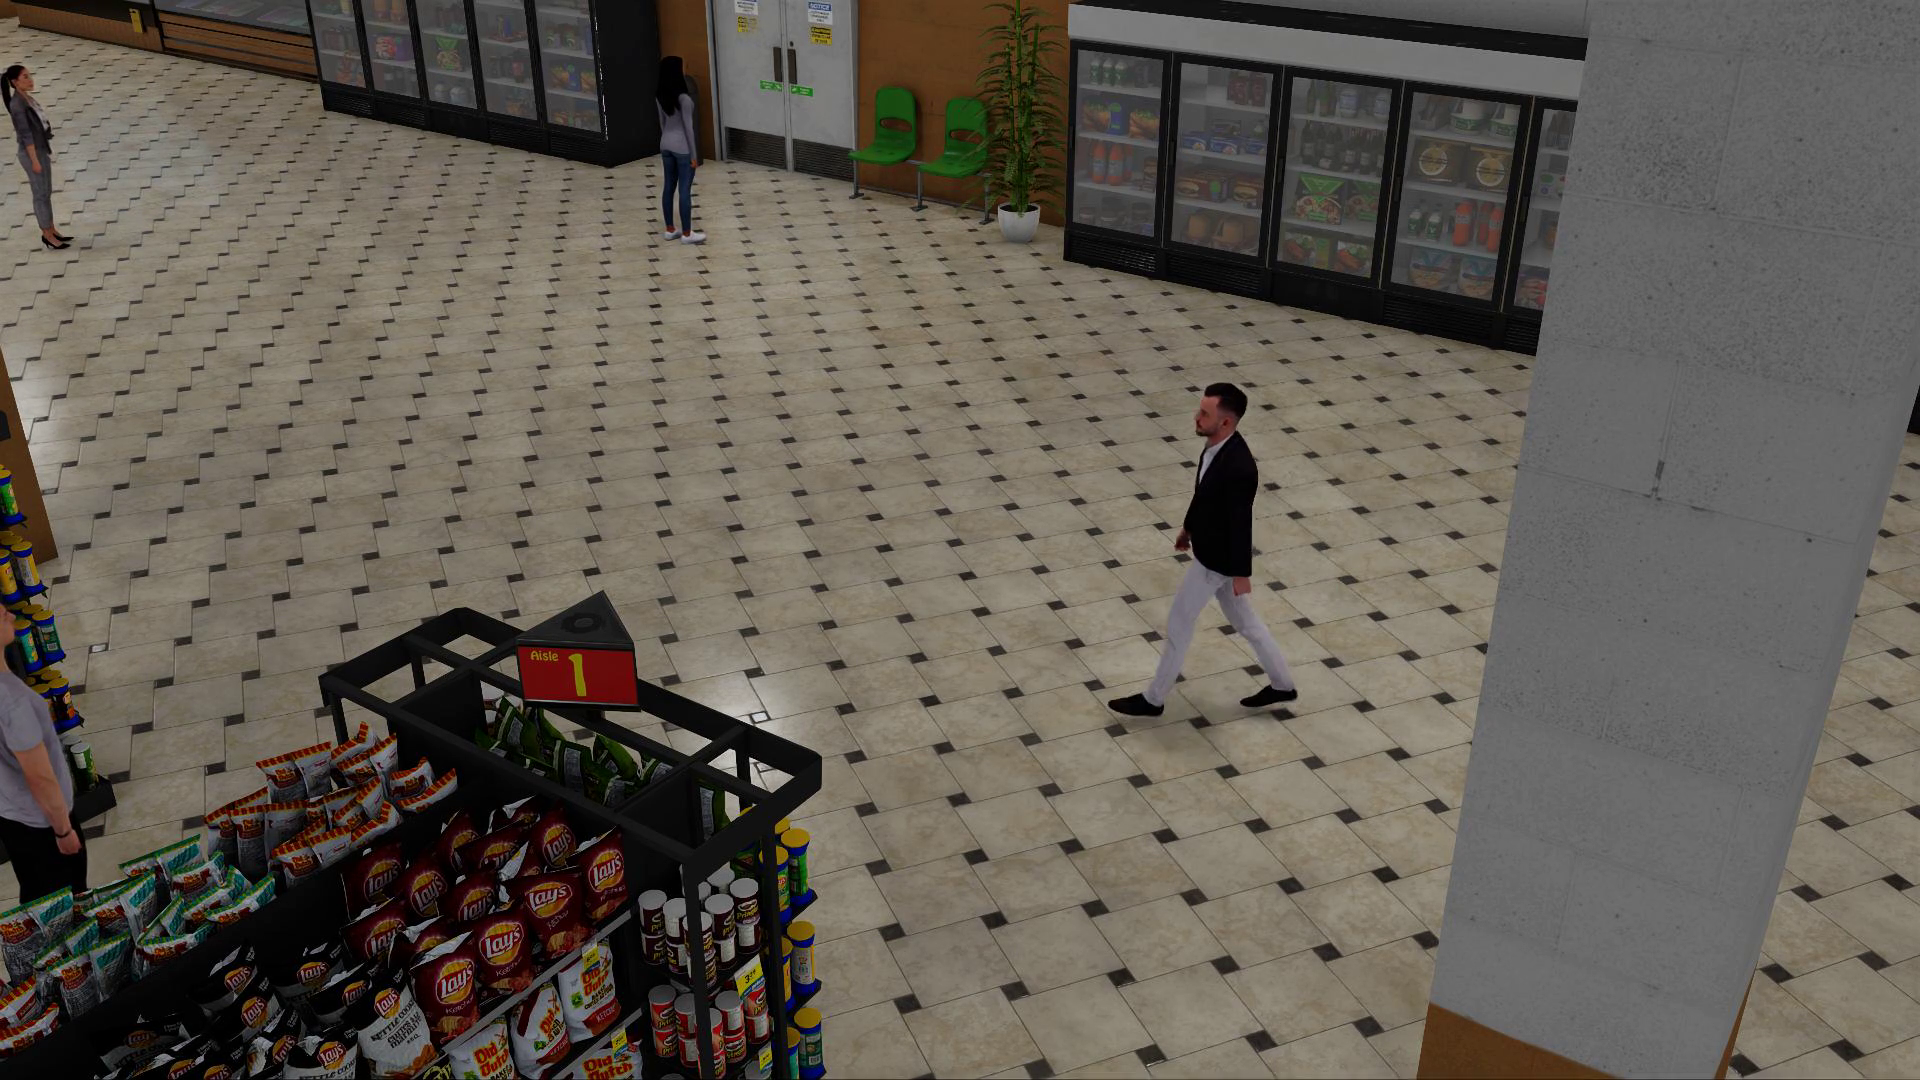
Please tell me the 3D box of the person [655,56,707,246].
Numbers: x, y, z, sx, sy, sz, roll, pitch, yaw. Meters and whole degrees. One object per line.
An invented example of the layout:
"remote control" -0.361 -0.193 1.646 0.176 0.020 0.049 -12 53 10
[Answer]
"person" -2.667 -3.660 15.621 0.602 1.735 0.527 20 33 34

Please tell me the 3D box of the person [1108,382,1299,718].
"person" 1.371 0.096 8.148 1.128 1.795 1.232 1 27 3

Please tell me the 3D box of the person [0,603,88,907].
"person" -3.499 1.023 6.245 0.653 1.863 0.540 19 32 33

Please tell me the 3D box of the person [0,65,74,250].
"person" -8.622 -3.572 15.513 0.757 1.677 0.714 -7 28 -14
